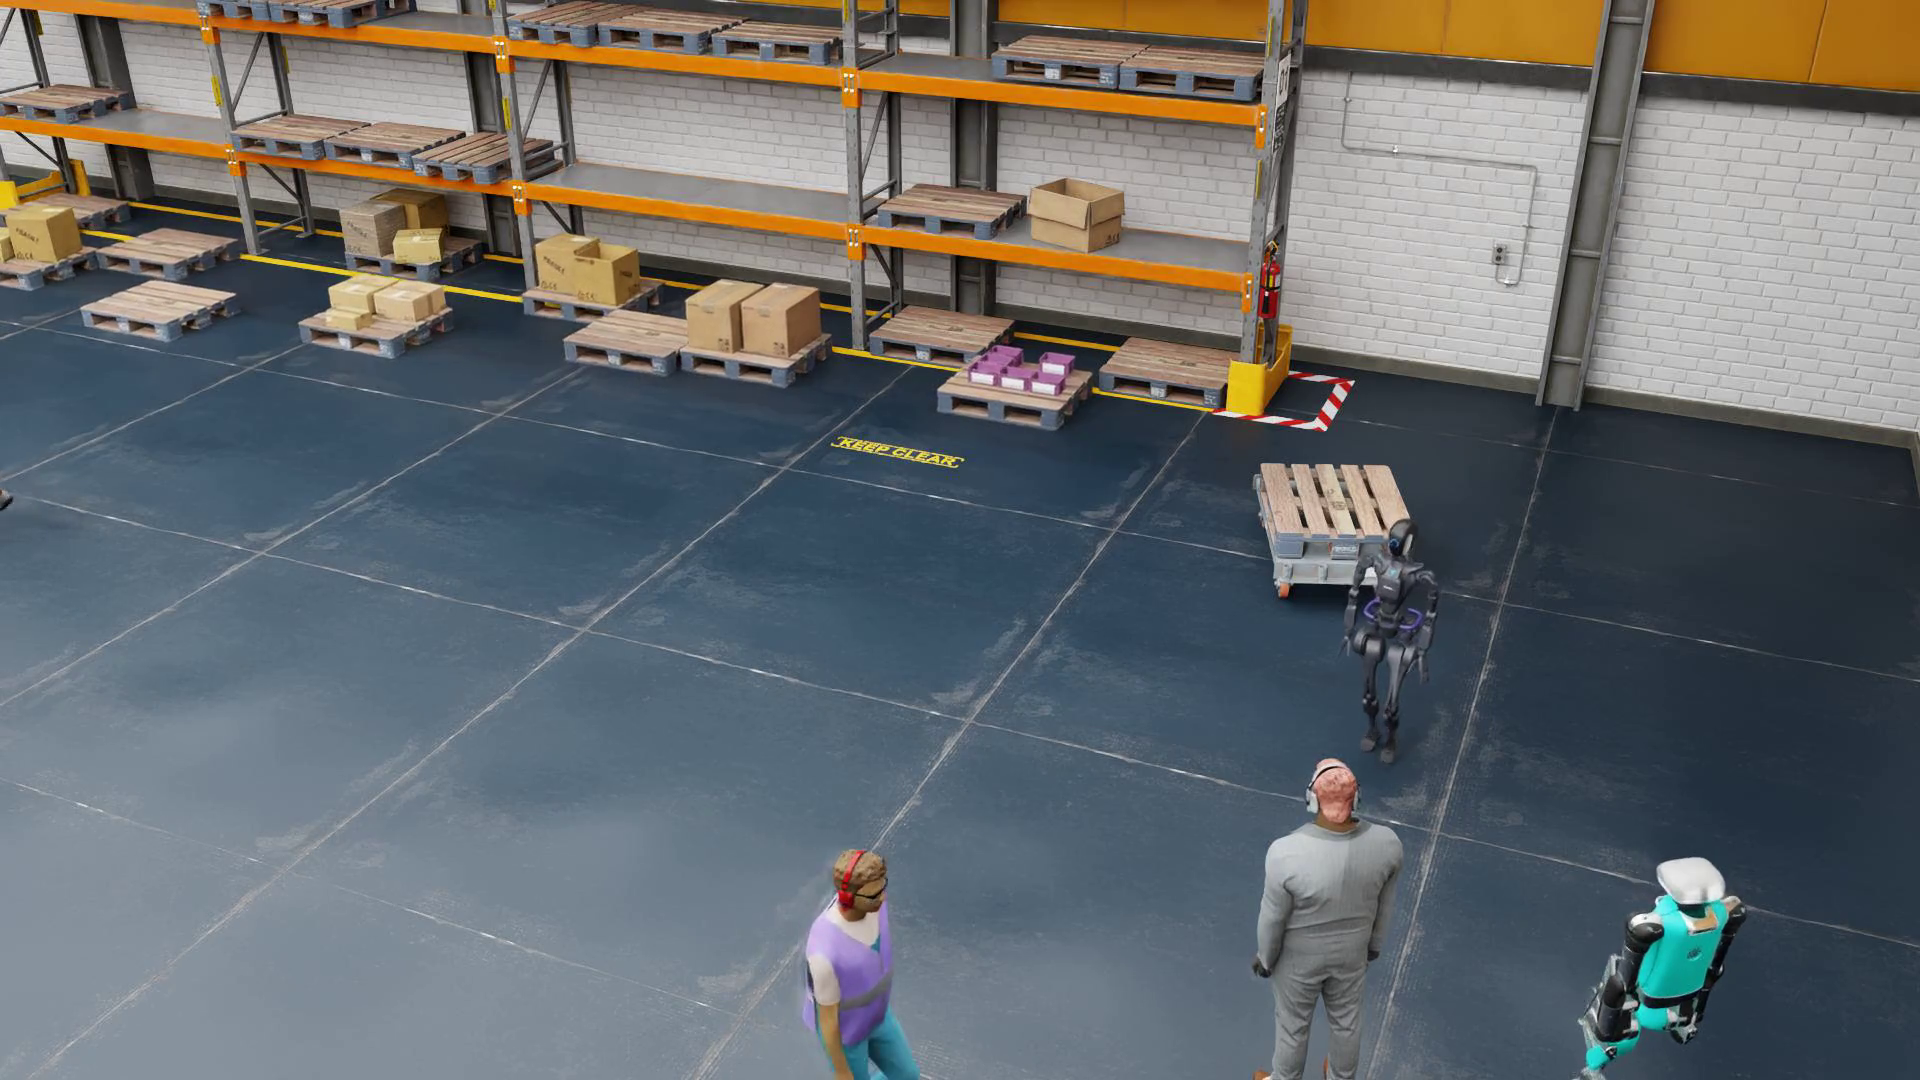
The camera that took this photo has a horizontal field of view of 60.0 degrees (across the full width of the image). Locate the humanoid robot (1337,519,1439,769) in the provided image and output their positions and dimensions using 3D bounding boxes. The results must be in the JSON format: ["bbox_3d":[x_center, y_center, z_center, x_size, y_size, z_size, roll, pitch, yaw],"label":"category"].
[{"bbox_3d":[2.631,0.610,10.211,0.599,1.645,0.387,17,32,30],"label":"humanoid robot"}]

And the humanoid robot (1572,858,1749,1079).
[{"bbox_3d":[2.978,2.029,7.394,0.540,1.736,0.977,-7,28,-13],"label":"humanoid robot"}]

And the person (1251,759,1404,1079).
[{"bbox_3d":[1.637,1.833,7.602,0.642,1.900,0.403,-5,28,-9],"label":"person"}]

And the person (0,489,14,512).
[{"bbox_3d":[-7.906,-0.951,12.968,0.477,1.924,0.572,1,27,2],"label":"person"}]

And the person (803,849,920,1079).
[{"bbox_3d":[-0.435,2.090,7.176,0.458,1.826,0.583,13,30,24],"label":"person"}]
